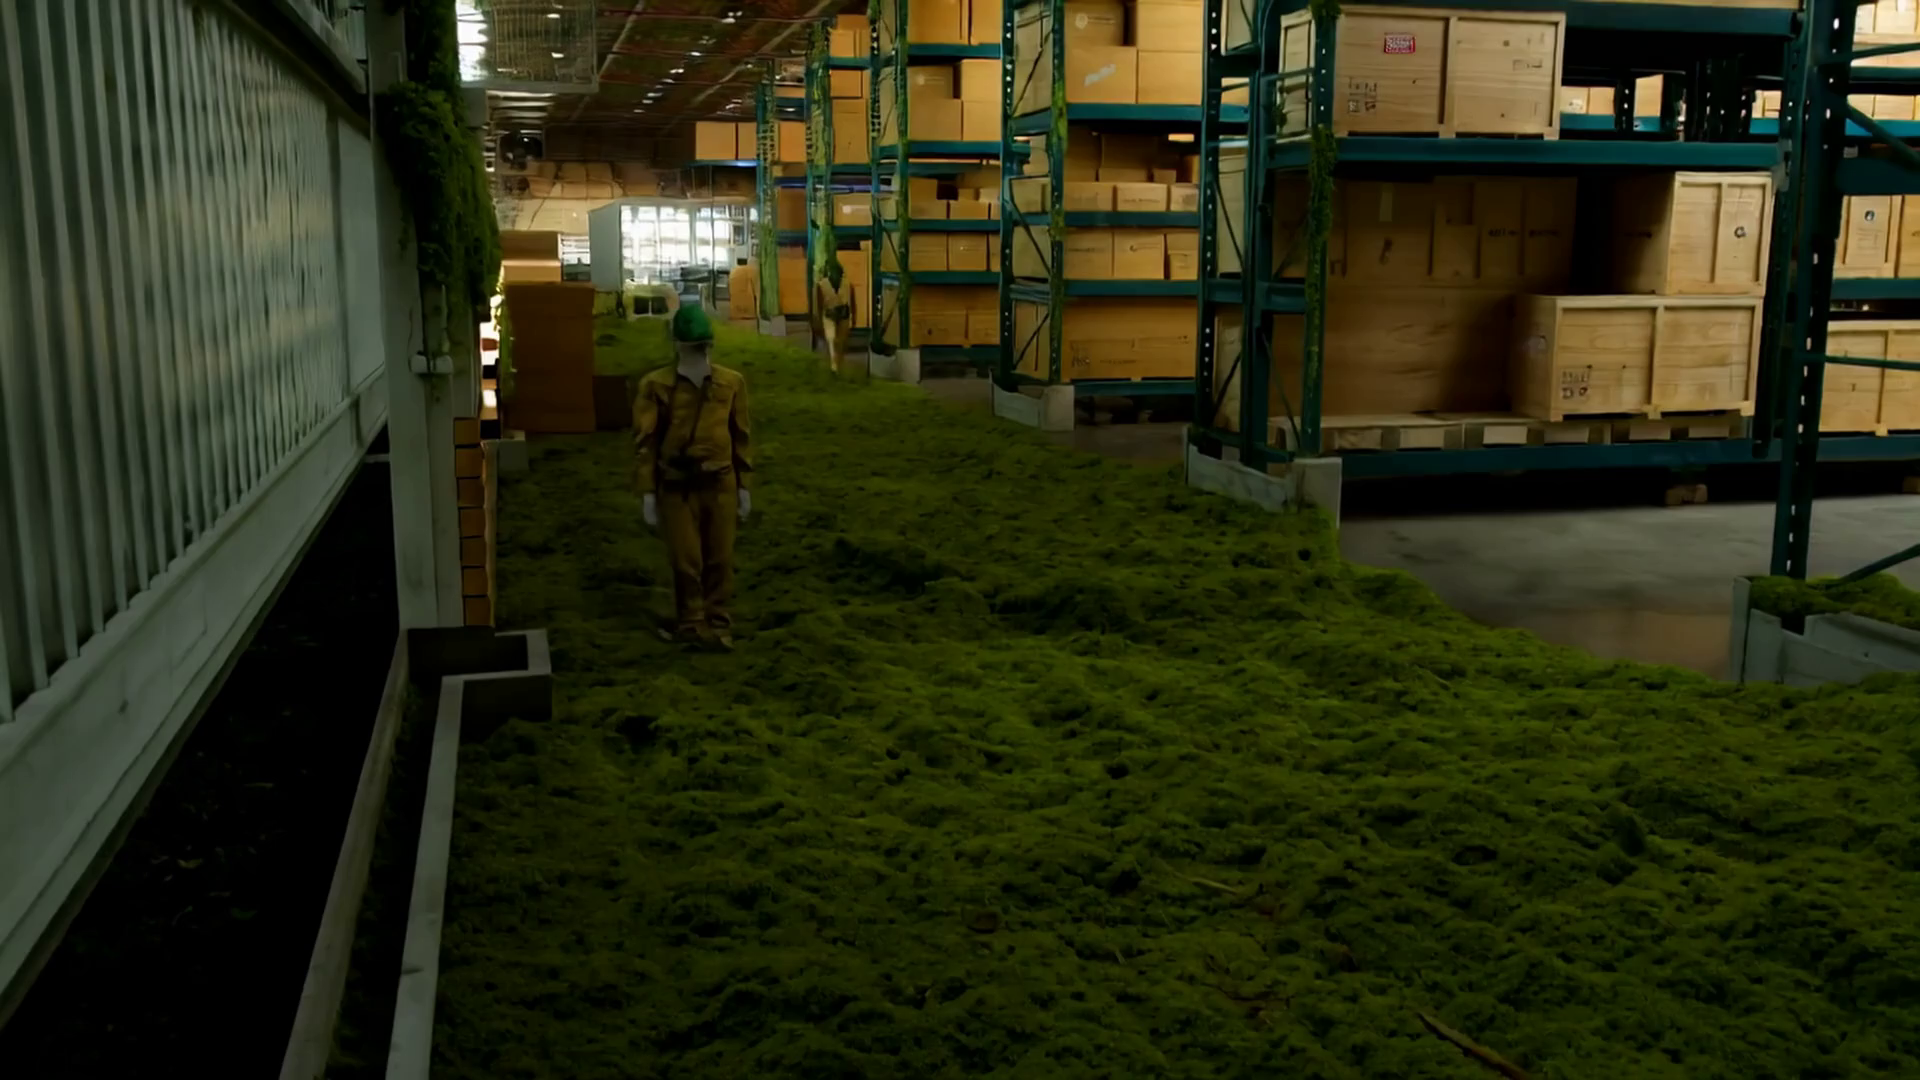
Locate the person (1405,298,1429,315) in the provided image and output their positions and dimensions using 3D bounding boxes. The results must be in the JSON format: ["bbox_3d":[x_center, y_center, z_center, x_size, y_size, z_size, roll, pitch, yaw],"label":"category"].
[{"bbox_3d":[4.465,-1.642,16.324,0.878,1.591,0.508,4,11,21],"label":"person"}]

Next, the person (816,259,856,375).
[{"bbox_3d":[-1.980,-3.549,26.451,0.634,1.826,0.712,-3,10,-17],"label":"person"}]

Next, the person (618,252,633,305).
[{"bbox_3d":[-11.546,-9.040,57.514,0.563,1.838,0.388,-7,12,-34],"label":"person"}]

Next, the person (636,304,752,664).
[{"bbox_3d":[-1.280,-0.270,8.097,0.571,1.747,0.342,-4,11,-22],"label":"person"}]
